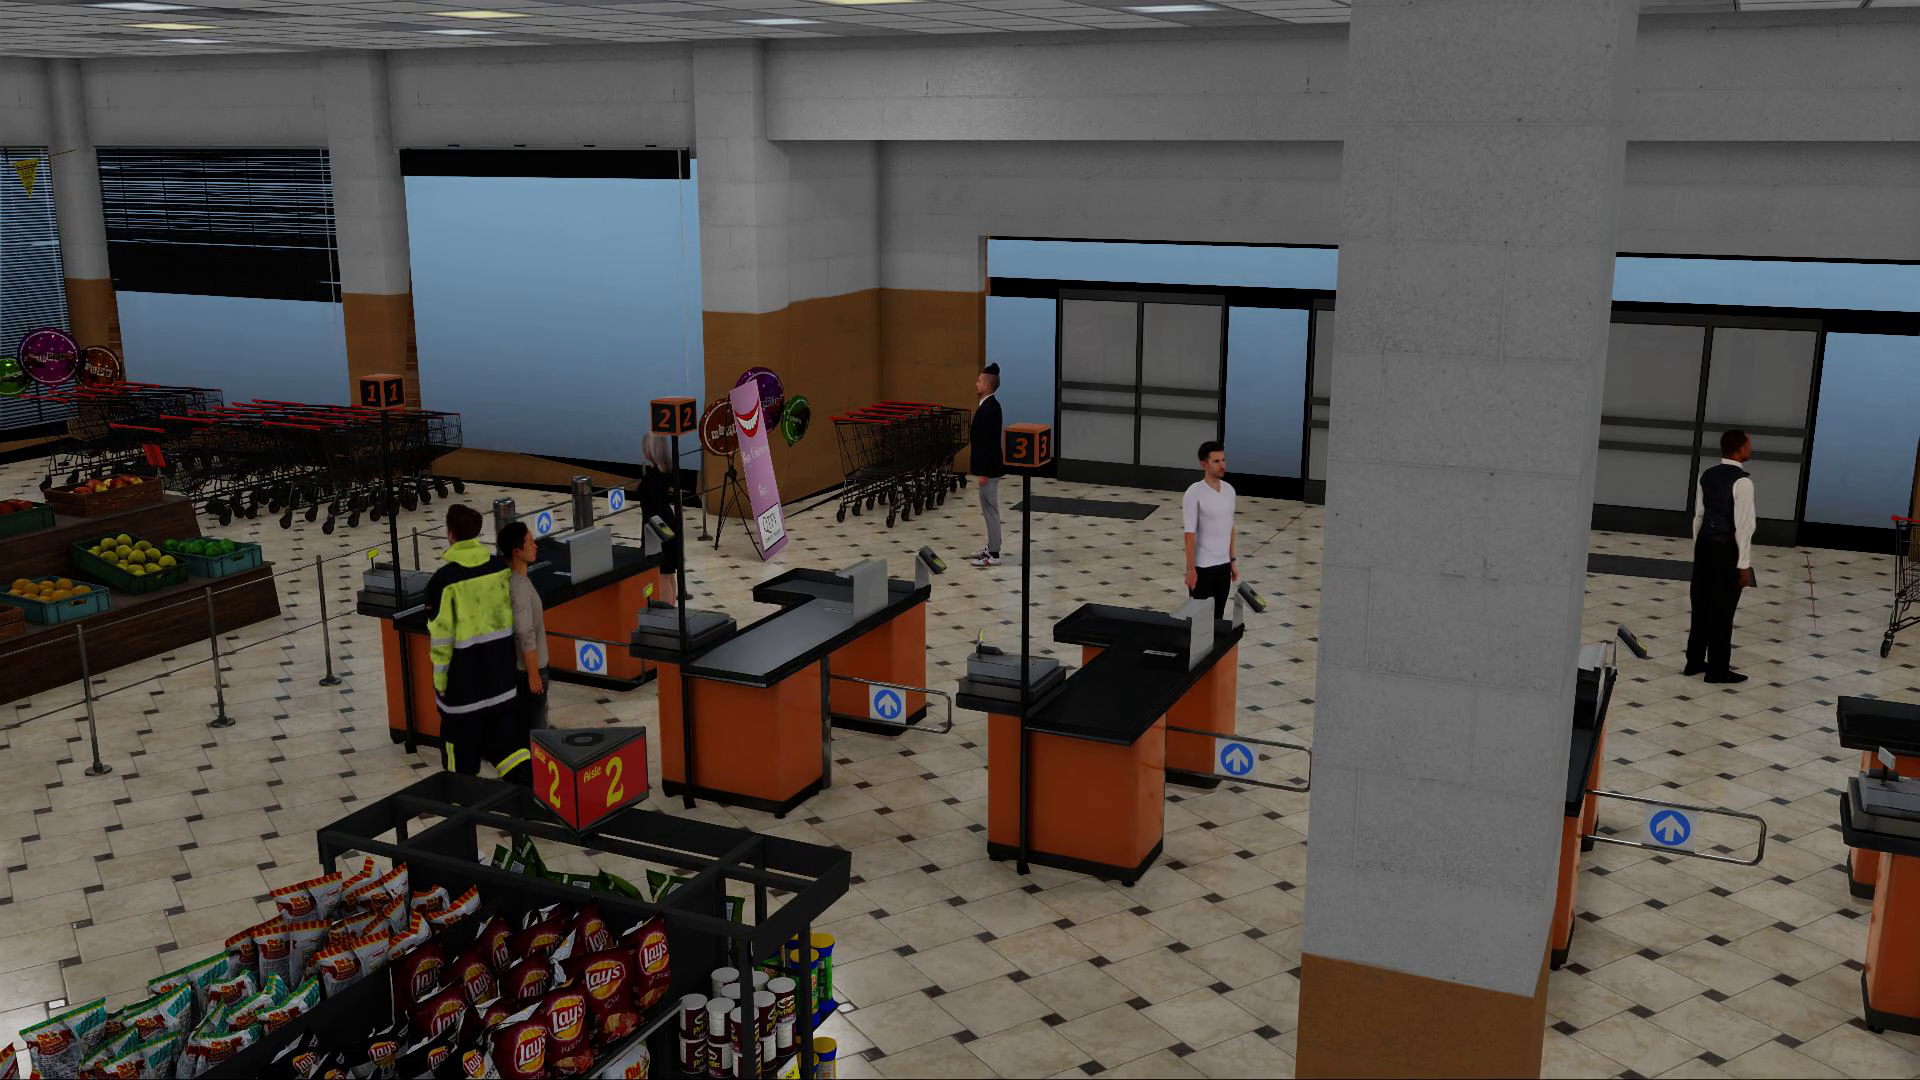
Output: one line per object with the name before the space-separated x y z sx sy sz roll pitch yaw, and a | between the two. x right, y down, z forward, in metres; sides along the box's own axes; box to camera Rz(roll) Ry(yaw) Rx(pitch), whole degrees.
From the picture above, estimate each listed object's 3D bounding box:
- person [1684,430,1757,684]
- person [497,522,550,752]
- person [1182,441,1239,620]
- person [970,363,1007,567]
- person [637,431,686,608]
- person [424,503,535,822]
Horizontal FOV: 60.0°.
person | 5.742 0.112 12.567 0.839 1.918 0.763 -4 14 -16
person | -2.656 0.775 10.070 0.767 1.809 0.734 -6 15 -25
person | 1.864 0.171 12.469 0.677 1.852 0.809 -10 17 -36
person | 0.275 -0.732 15.980 0.851 1.950 0.687 0 14 1
person | -2.446 -0.034 13.533 0.738 1.747 0.621 1 14 4
person | -2.797 0.771 9.764 0.937 1.959 1.057 9 16 33
